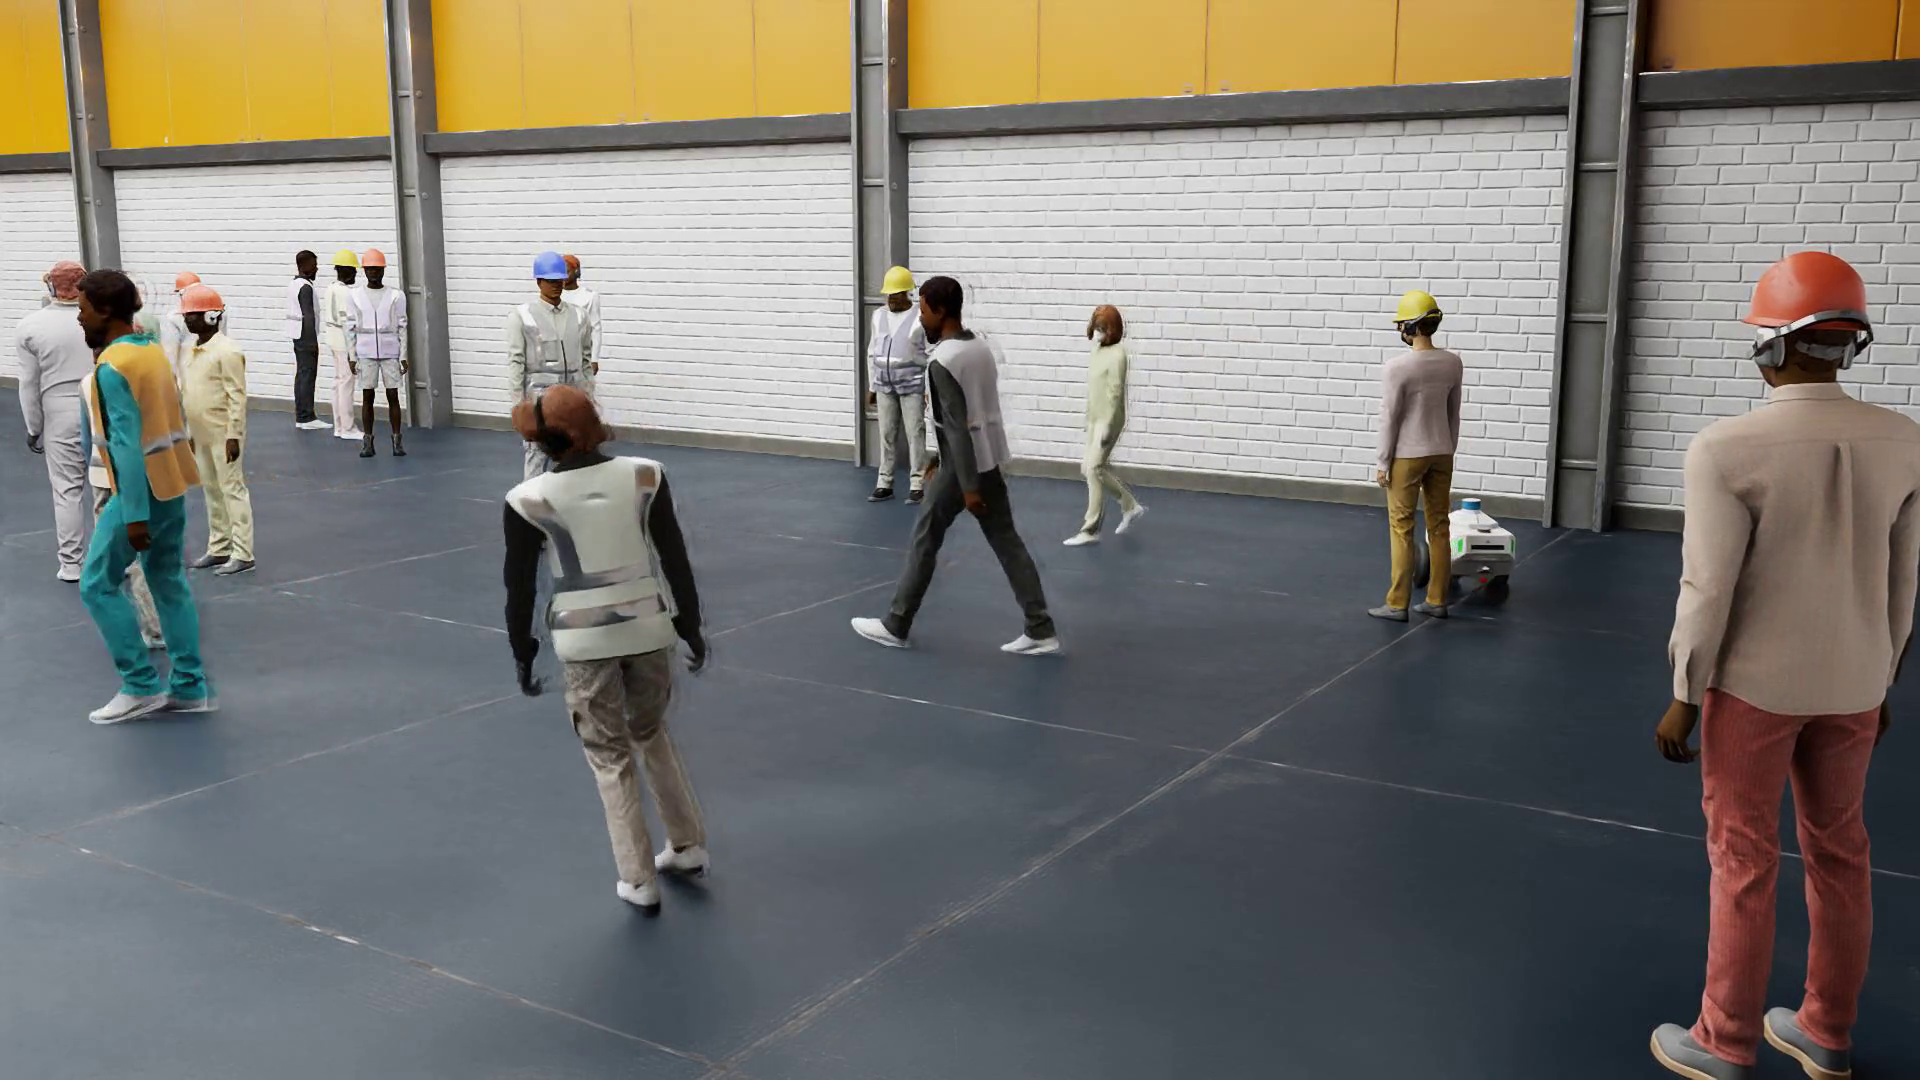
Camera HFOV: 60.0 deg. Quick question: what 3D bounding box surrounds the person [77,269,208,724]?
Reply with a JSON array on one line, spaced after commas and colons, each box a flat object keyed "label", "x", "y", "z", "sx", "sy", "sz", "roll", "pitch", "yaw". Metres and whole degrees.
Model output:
[{"label": "person", "x": -3.511, "y": -0.174, "z": 6.983, "sx": 0.596, "sy": 1.896, "sz": 0.611, "roll": -1, "pitch": 10, "yaw": -6}]

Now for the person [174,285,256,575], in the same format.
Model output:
[{"label": "person", "x": -4.546, "y": -0.664, "z": 10.110, "sx": 0.570, "sy": 1.749, "sz": 0.337, "roll": 8, "pitch": 13, "yaw": 38}]

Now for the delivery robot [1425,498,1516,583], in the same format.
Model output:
[{"label": "delivery robot", "x": 2.894, "y": 0.007, "z": 9.448, "sx": 0.477, "sy": 0.478, "sz": 0.707, "roll": 0, "pitch": 10, "yaw": 1}]

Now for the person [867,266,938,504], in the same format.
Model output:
[{"label": "person", "x": -0.456, "y": -1.182, "z": 12.789, "sx": 0.587, "sy": 1.821, "sz": 0.404, "roll": 5, "pitch": 11, "yaw": 26}]

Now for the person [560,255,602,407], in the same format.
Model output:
[{"label": "person", "x": -3.619, "y": -1.703, "z": 15.510, "sx": 0.574, "sy": 1.882, "sz": 0.356, "roll": 2, "pitch": 11, "yaw": 13}]

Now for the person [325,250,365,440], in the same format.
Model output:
[{"label": "person", "x": -6.243, "y": -1.979, "z": 16.922, "sx": 0.384, "sy": 1.923, "sz": 0.589, "roll": -6, "pitch": 12, "yaw": -31}]

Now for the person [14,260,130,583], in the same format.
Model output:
[{"label": "person", "x": -5.205, "y": -0.699, "z": 9.882, "sx": 0.645, "sy": 1.906, "sz": 0.408, "roll": -6, "pitch": 12, "yaw": -30}]

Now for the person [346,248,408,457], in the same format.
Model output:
[{"label": "person", "x": -5.444, "y": -1.744, "z": 15.569, "sx": 0.545, "sy": 1.942, "sz": 0.350, "roll": -3, "pitch": 11, "yaw": -17}]

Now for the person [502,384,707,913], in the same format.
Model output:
[{"label": "person", "x": -1.060, "y": 0.330, "z": 5.001, "sx": 0.571, "sy": 1.595, "sz": 0.385, "roll": -6, "pitch": 12, "yaw": -31}]

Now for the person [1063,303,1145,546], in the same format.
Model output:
[{"label": "person", "x": 0.957, "y": -0.769, "z": 11.067, "sx": 0.551, "sy": 1.615, "sz": 0.530, "roll": -3, "pitch": 11, "yaw": -16}]

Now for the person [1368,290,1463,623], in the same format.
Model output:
[{"label": "person", "x": 2.420, "y": -0.437, "z": 8.845, "sx": 0.524, "sy": 1.761, "sz": 0.339, "roll": -5, "pitch": 11, "yaw": -24}]

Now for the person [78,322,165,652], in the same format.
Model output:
[{"label": "person", "x": -4.105, "y": -0.265, "z": 8.205, "sx": 0.515, "sy": 1.641, "sz": 0.315, "roll": 5, "pitch": 11, "yaw": 24}]

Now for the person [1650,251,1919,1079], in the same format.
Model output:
[{"label": "person", "x": 1.933, "y": 0.332, "z": 3.918, "sx": 0.613, "sy": 1.995, "sz": 0.391, "roll": -2, "pitch": 10, "yaw": -10}]

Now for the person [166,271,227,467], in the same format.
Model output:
[{"label": "person", "x": -6.832, "y": -1.526, "z": 14.911, "sx": 0.353, "sy": 1.743, "sz": 0.566, "roll": 8, "pitch": 13, "yaw": 39}]

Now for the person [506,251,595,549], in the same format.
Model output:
[{"label": "person", "x": -2.681, "y": -0.920, "z": 10.982, "sx": 0.615, "sy": 1.947, "sz": 0.388, "roll": -9, "pitch": 14, "yaw": -41}]

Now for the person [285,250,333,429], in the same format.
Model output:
[{"label": "person", "x": -7.051, "y": -2.152, "z": 17.905, "sx": 0.372, "sy": 1.912, "sz": 0.596, "roll": -7, "pitch": 12, "yaw": -33}]

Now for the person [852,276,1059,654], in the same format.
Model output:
[{"label": "person", "x": 0.009, "y": -0.351, "z": 8.113, "sx": 1.066, "sy": 1.852, "sz": 0.592, "roll": 5, "pitch": 12, "yaw": 28}]
